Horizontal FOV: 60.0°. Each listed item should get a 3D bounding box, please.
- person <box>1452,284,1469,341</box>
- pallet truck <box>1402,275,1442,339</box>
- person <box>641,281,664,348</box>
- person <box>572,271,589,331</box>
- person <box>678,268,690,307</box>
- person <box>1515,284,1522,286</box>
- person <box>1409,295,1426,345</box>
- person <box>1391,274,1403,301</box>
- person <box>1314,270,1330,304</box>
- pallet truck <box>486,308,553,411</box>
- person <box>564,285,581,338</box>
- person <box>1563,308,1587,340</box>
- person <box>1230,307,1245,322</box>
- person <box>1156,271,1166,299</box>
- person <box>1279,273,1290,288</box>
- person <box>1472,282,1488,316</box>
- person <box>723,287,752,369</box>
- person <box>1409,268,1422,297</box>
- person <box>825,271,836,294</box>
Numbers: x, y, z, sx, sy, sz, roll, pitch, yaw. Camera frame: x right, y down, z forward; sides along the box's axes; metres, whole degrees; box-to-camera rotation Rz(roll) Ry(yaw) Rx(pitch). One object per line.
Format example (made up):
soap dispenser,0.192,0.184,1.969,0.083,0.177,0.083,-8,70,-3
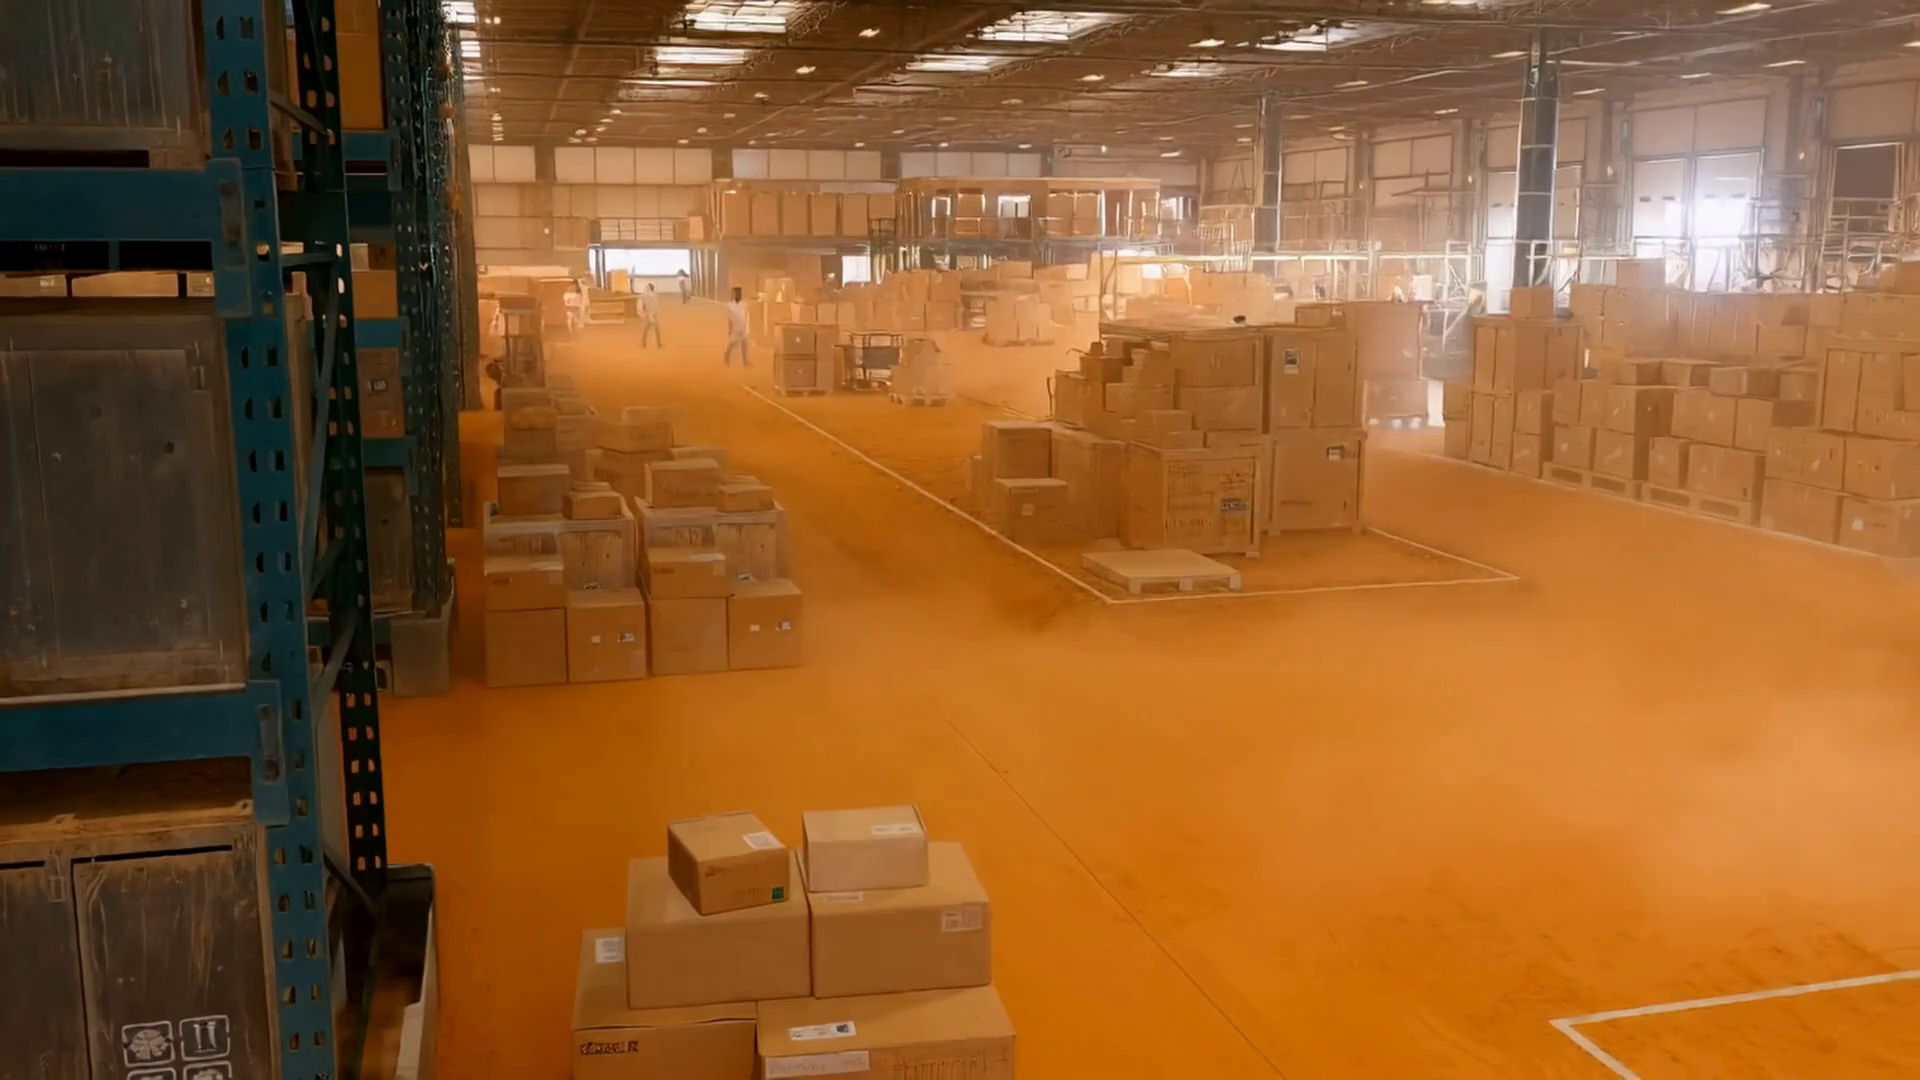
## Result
person,15.192,-6.898,50.519,0.483,1.720,0.762,5,11,27
pallet truck,14.620,-7.324,52.145,0.823,1.965,1.885,8,13,40
person,-8.770,-6.386,47.179,0.550,1.890,1.011,-8,13,-37
person,-12.884,-8.108,56.459,0.538,2.000,0.683,-3,11,-17
person,-13.192,-12.089,79.626,0.580,1.817,1.020,0,10,-1
person,16.752,-6.804,49.880,0.410,1.748,0.560,-5,11,-24
person,9.852,-4.423,36.261,0.521,1.823,0.831,0,10,0
person,14.735,-7.986,56.099,0.386,1.922,0.594,1,10,8
person,14.113,-9.540,64.873,0.605,1.935,0.425,6,12,32
pallet truck,-6.242,-2.418,24.362,0.823,1.965,1.885,1,10,3
person,-12.176,-7.180,52.284,0.539,1.660,0.813,-3,10,-15
person,9.685,-2.732,26.441,0.593,1.900,0.513,-3,10,-16
person,4.481,-2.790,26.770,0.565,1.888,0.584,4,11,22
person,7.740,-9.391,64.047,0.368,1.926,0.594,-1,10,-4
person,11.145,-8.148,56.910,0.798,1.969,0.615,9,13,42
person,17.272,-7.720,55.282,0.546,1.686,0.366,-2,10,-10
person,-5.279,-5.004,39.210,0.595,1.935,0.958,-7,12,-36
person,21.062,-11.659,77.065,0.628,1.878,0.953,-6,12,-31
person,-4.463,-8.284,57.498,0.417,2.034,0.603,1,10,4
